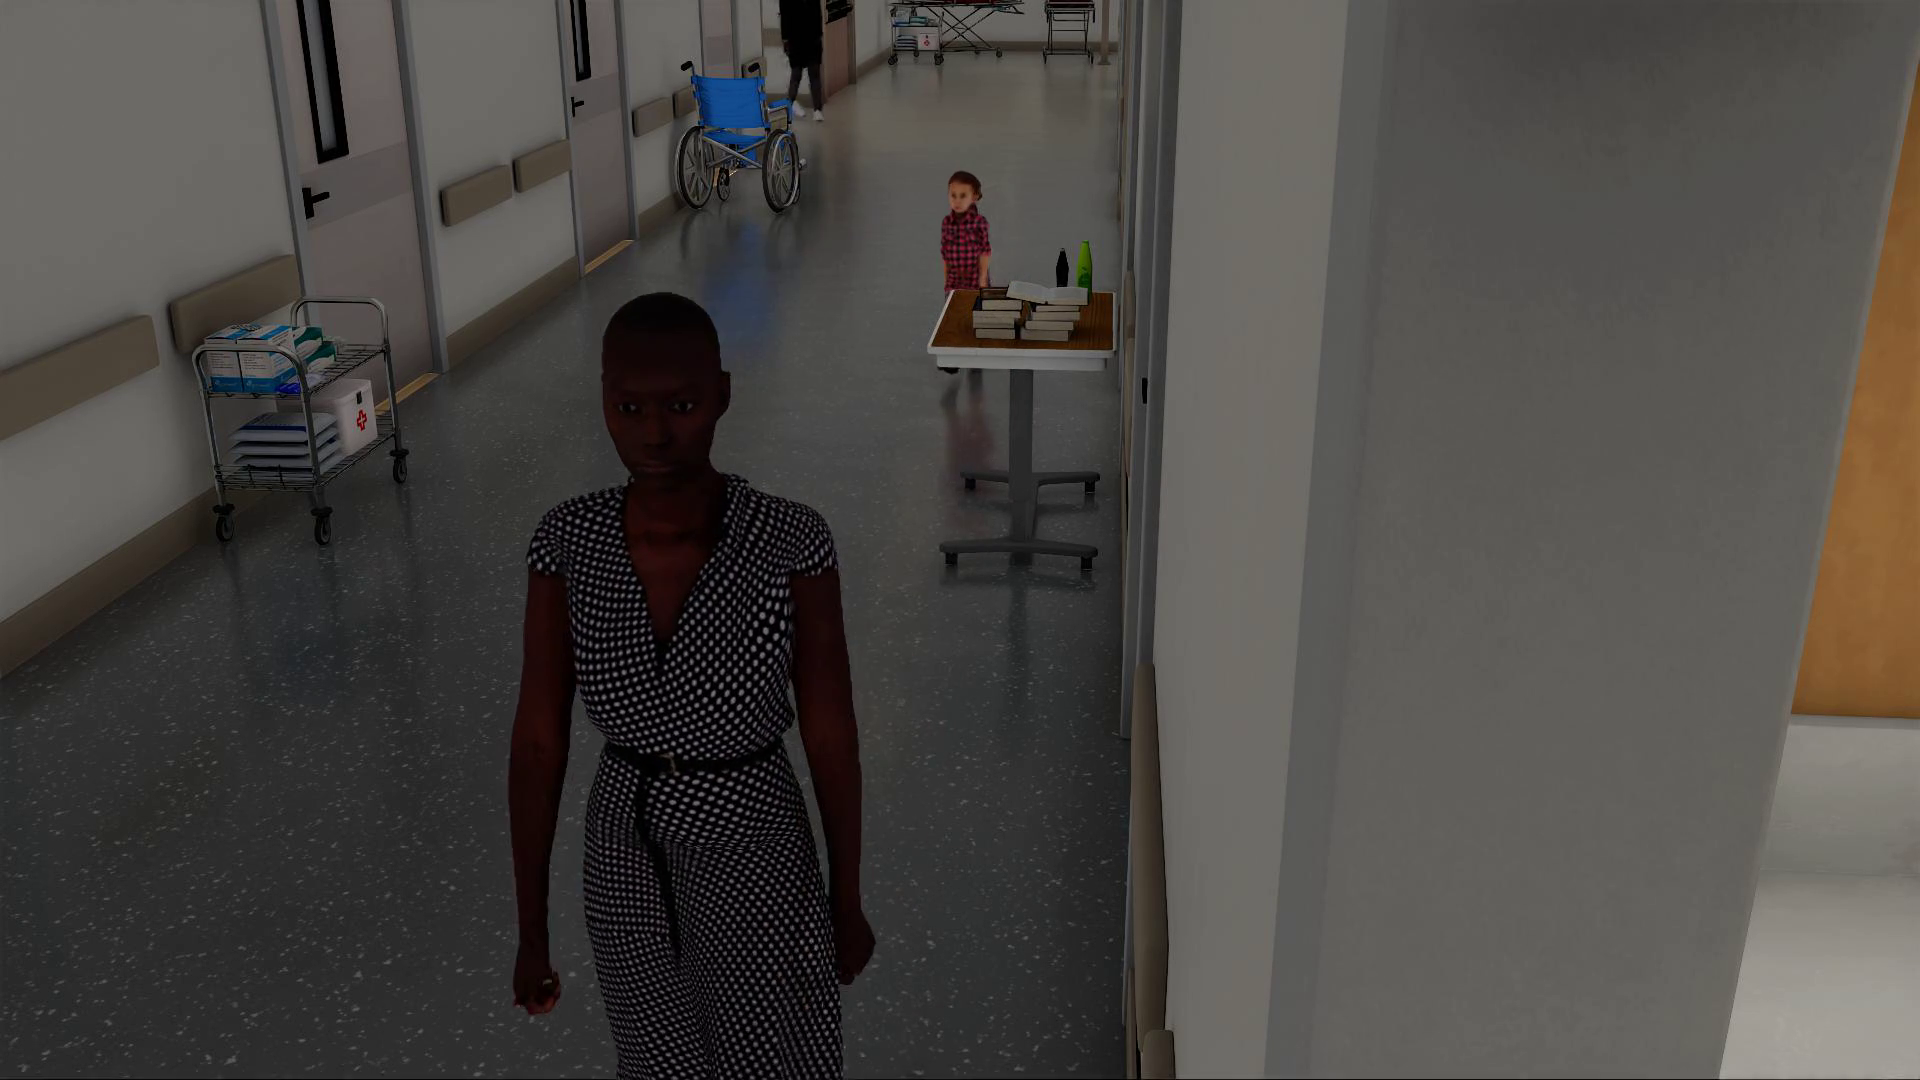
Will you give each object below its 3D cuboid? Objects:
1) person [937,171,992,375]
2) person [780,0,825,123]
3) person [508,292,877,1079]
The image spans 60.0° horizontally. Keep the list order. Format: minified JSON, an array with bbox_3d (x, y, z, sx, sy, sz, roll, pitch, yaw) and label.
[{"bbox_3d":[0.055,-1.351,8.438,0.503,1.000,0.734,5,21,14],"label":"person"},{"bbox_3d":[-1.766,-5.490,18.349,1.025,1.720,1.264,-9,23,-23],"label":"person"},{"bbox_3d":[-0.350,0.500,2.454,0.652,1.778,0.639,3,21,9],"label":"person"}]
